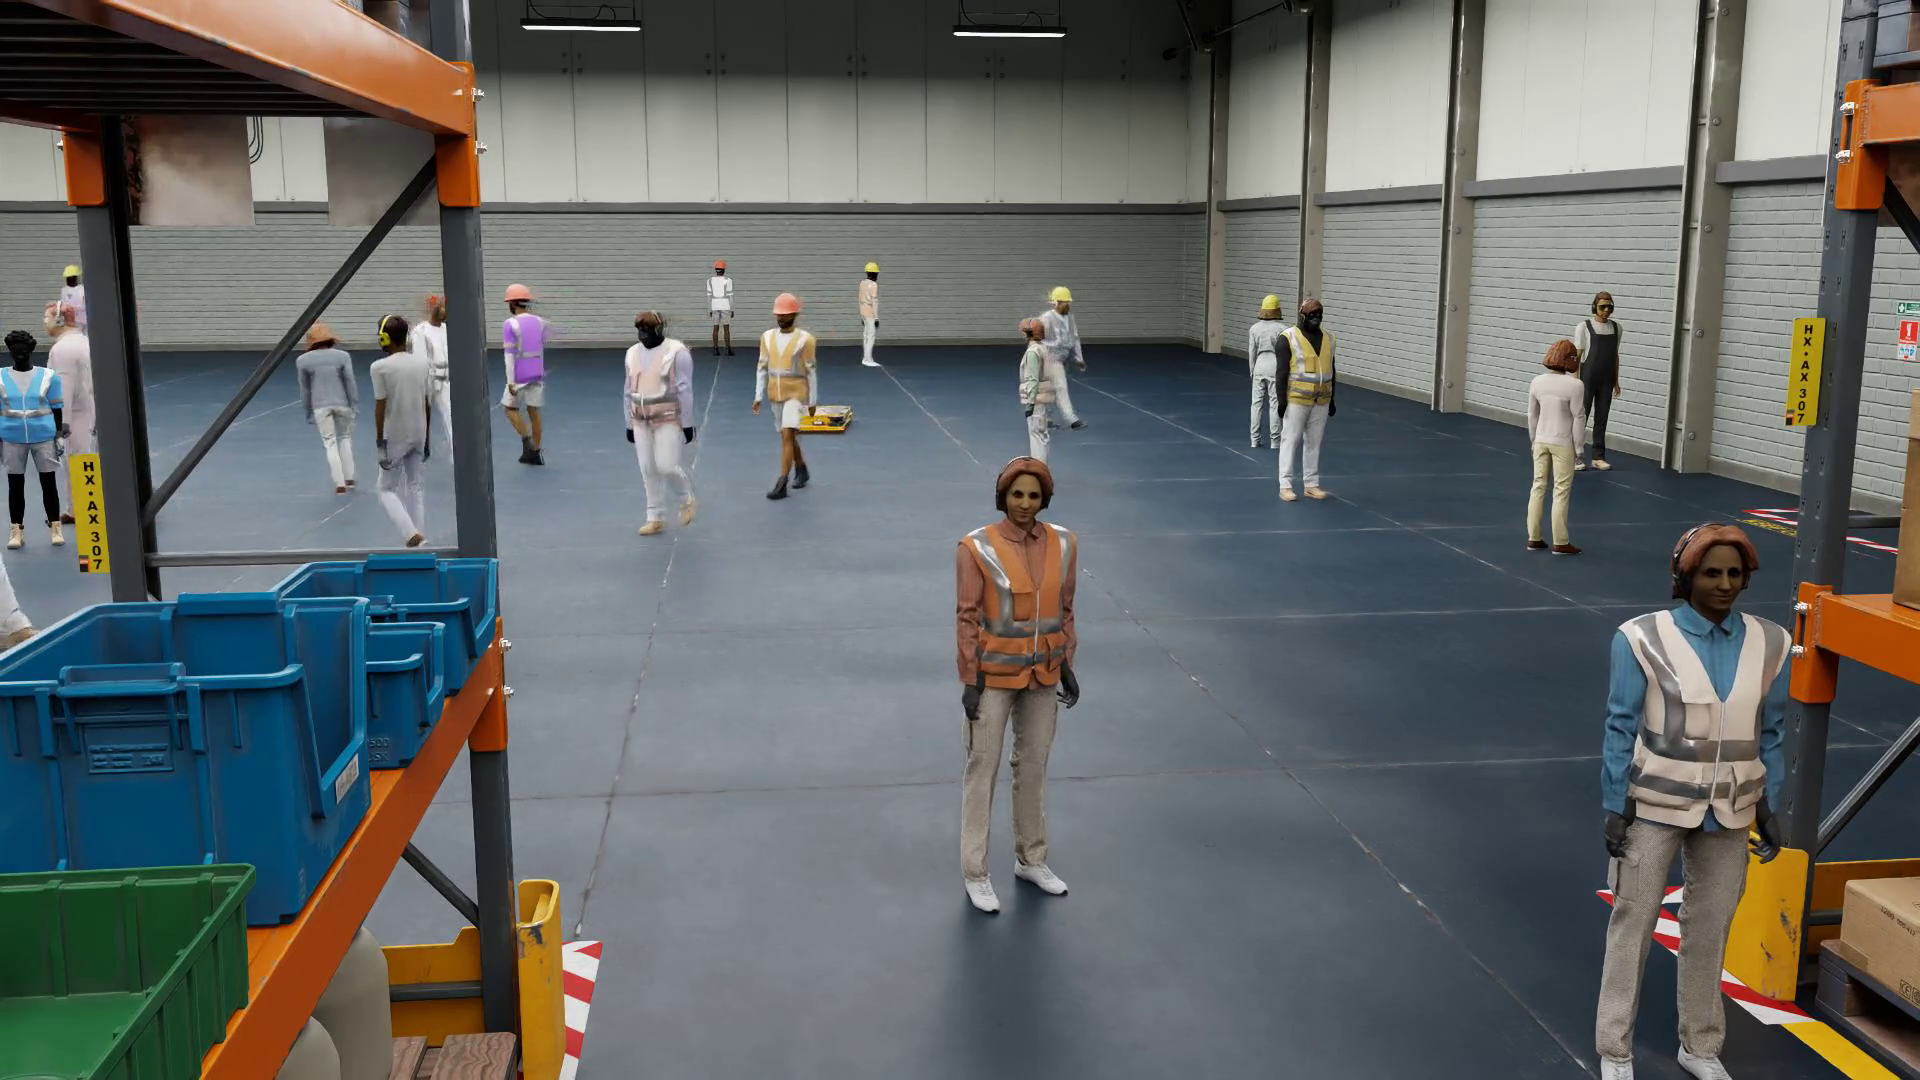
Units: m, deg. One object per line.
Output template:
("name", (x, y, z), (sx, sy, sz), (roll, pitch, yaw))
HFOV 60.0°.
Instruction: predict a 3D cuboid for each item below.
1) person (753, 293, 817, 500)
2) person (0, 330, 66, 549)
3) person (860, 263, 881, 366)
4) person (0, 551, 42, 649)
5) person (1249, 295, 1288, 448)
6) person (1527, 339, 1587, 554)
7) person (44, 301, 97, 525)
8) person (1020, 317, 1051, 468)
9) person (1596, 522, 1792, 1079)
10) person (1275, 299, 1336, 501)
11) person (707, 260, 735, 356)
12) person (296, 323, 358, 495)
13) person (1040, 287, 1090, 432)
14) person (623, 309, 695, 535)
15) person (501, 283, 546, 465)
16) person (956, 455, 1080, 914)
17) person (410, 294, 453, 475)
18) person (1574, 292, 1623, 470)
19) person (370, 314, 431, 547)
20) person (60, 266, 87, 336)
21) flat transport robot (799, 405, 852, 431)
("person", (-1.598, -1.365, 15.595), (0.542, 1.897, 1.001), (4, 11, 23))
("person", (-7.227, -0.780, 12.904), (0.532, 1.693, 0.319), (-5, 11, -26))
("person", (-1.703, -4.190, 31.041), (0.514, 1.936, 0.643), (-5, 12, -27))
("person", (-5.816, -0.220, 9.575), (0.962, 1.792, 0.657), (2, 11, 12))
("person", (3.537, -1.920, 19.008), (0.488, 1.746, 0.288), (7, 13, 34))
("person", (4.546, -0.708, 12.671), (0.285, 1.633, 0.497), (-6, 12, -31))
("person", (-7.279, -1.050, 13.862), (0.729, 1.883, 0.641), (-4, 11, -20))
("person", (0.724, -1.320, 16.018), (0.314, 1.636, 0.517), (2, 11, 13))
("person", (2.019, 0.760, 4.610), (0.511, 1.640, 0.308), (0, 10, -3))
("person", (3.180, -1.278, 15.225), (0.631, 1.842, 0.428), (-4, 11, -21))
("person", (-4.835, -4.693, 33.679), (0.544, 1.939, 0.354), (2, 10, 10))
("person", (-5.947, -1.236, 15.653), (0.505, 1.592, 0.617), (-5, 11, -25))
("person", (1.318, -2.222, 20.561), (0.927, 1.783, 0.591), (8, 13, 37))
("person", (-2.438, -0.947, 13.450), (0.652, 1.828, 0.463), (5, 11, 25))
("person", (-4.598, -1.731, 17.512), (0.404, 1.921, 0.547), (8, 13, 38))
("person", (0.206, 0.506, 6.007), (0.514, 1.636, 0.314), (-6, 12, -31))
("person", (-5.229, -1.542, 16.704), (1.012, 1.818, 0.610), (6, 12, 29))
("person", (6.572, -1.634, 17.168), (0.514, 1.844, 0.328), (-2, 10, -9))
("person", (-4.041, -0.714, 12.112), (0.419, 1.853, 0.511), (8, 13, 38))
("person", (-15.540, -3.834, 29.105), (0.614, 1.880, 0.944), (3, 11, 18))
("flat transport robot", (-1.742, -1.544, 20.990), (0.652, 0.197, 1.431), (0, 10, 1))
